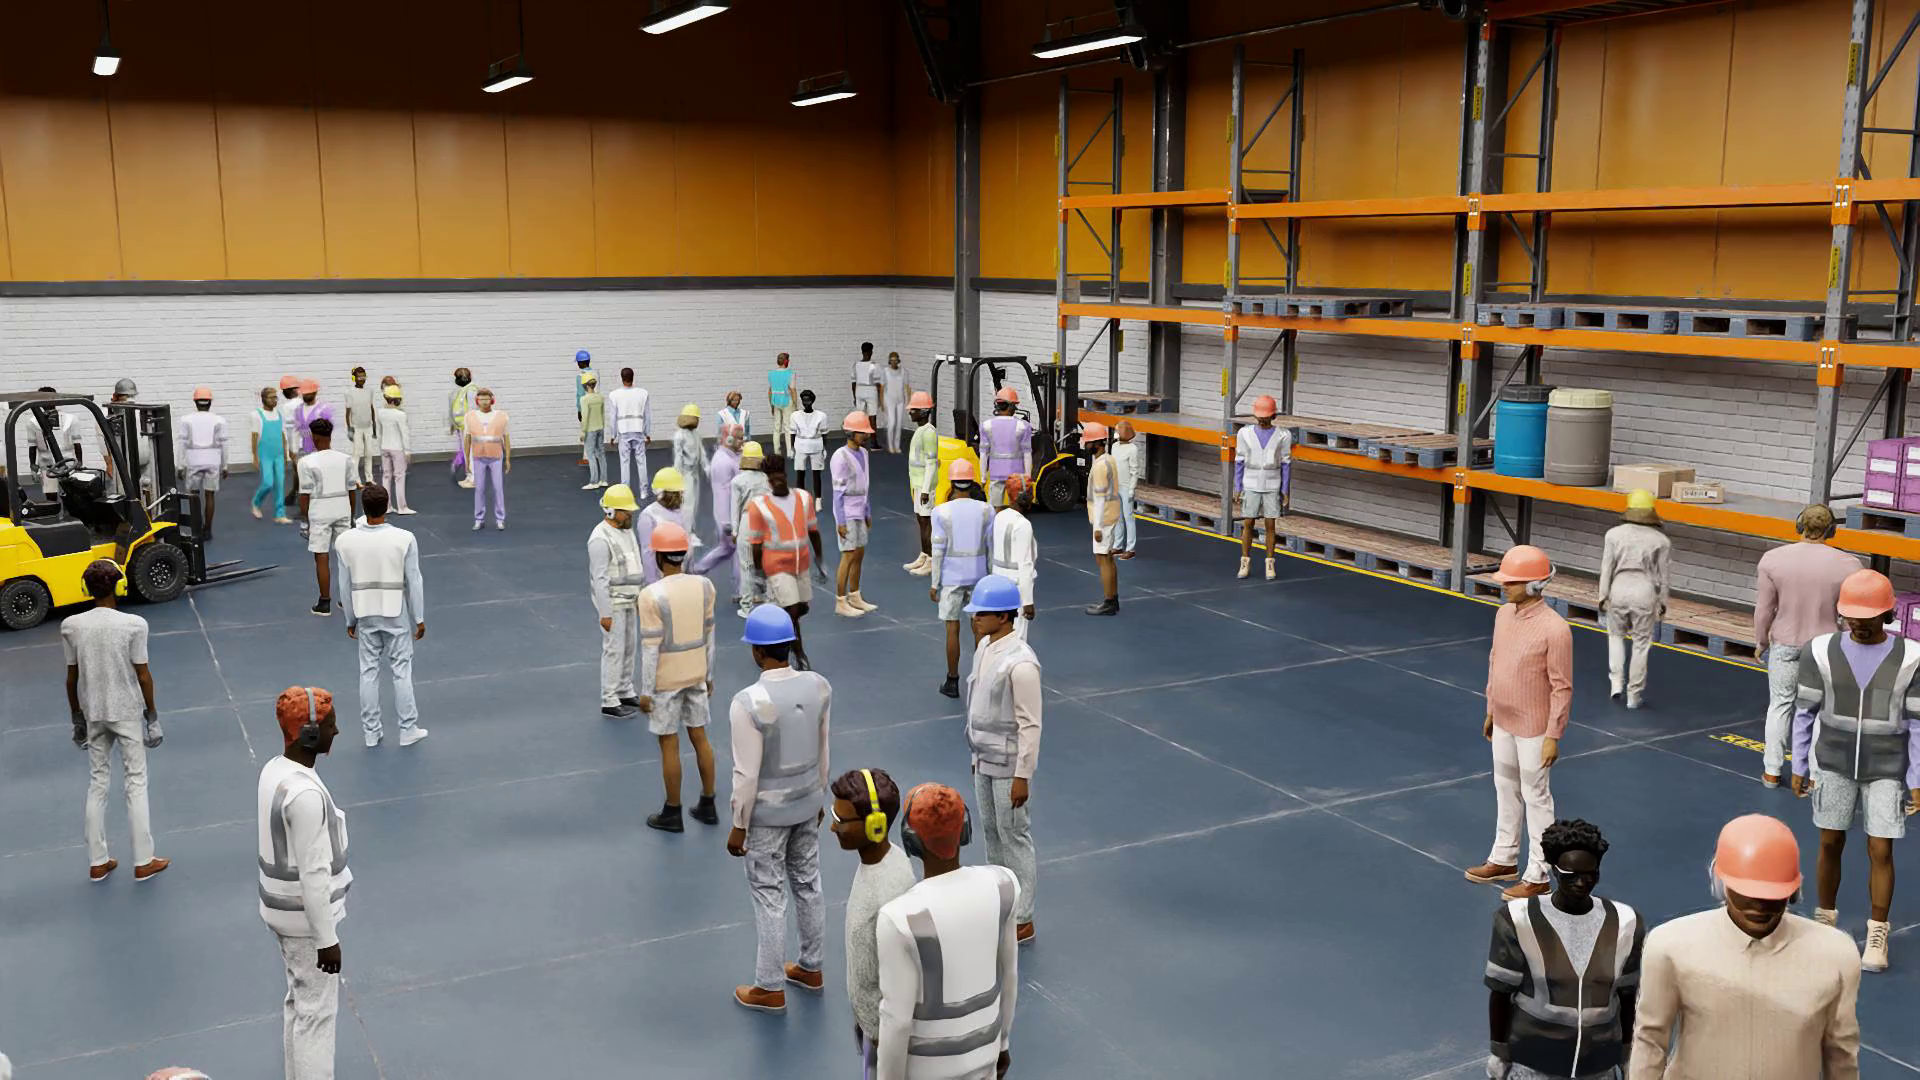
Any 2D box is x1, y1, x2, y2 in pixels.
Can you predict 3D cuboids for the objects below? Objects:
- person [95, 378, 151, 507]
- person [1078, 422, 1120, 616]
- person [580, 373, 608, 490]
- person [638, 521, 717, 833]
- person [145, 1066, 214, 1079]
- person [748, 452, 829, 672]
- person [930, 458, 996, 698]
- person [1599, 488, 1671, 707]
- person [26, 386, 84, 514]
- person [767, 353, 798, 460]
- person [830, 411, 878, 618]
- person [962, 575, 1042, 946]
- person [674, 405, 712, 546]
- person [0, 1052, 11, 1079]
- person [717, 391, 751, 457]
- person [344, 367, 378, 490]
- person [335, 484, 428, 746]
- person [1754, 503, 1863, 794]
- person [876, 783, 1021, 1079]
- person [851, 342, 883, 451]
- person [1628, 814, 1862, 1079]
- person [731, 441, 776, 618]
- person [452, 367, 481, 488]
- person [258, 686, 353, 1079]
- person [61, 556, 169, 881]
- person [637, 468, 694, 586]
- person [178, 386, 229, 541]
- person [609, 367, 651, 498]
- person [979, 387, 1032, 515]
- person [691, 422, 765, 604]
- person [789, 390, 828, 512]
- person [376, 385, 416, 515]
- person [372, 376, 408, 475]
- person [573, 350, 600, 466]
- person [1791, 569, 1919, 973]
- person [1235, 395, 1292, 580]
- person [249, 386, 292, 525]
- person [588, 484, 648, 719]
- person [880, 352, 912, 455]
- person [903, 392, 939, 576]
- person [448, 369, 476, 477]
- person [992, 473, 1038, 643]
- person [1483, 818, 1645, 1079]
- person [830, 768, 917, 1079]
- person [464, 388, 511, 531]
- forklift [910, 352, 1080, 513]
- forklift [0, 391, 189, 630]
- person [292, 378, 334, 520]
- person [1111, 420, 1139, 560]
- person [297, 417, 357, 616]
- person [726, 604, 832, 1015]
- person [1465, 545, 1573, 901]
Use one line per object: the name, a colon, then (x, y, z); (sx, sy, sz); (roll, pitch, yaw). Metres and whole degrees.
person: (-10.311, -1.011, 20.682); (0.536, 2.000, 0.684); (6, 11, 29)
person: (1.365, -0.205, 16.416); (0.420, 1.920, 0.543); (2, 10, 14)
person: (-5.567, -1.639, 25.118); (0.333, 1.758, 0.533); (5, 11, 25)
person: (-1.766, 0.843, 10.312); (0.373, 1.935, 0.551); (9, 14, 43)
person: (-1.562, 2.042, 3.549); (0.427, 1.893, 0.690); (5, 11, 28)
person: (-1.490, 0.202, 14.022); (0.663, 1.928, 0.811); (-8, 12, -38)
person: (0.017, 0.303, 13.422); (0.552, 1.932, 0.377); (-3, 10, -16)
person: (5.311, 0.455, 13.099); (0.497, 1.728, 0.360); (6, 11, 30)
person: (-11.078, -0.913, 20.390); (0.613, 1.952, 0.391); (-3, 10, -16)
person: (-3.048, -2.294, 28.629); (0.564, 1.846, 0.390); (5, 11, 26)
person: (-1.032, -0.250, 16.333); (0.423, 2.035, 0.614); (4, 11, 23)
person: (0.208, 1.134, 8.598); (0.394, 1.945, 0.618); (-4, 11, -22)
person: (-3.279, -0.794, 20.359); (0.410, 1.719, 0.501); (2, 10, 14)
person: (-2.782, 1.907, 4.456); (0.563, 1.837, 0.516); (-2, 10, -11)
person: (-3.176, -1.281, 23.384); (0.514, 1.643, 0.307); (-7, 12, -35)
person: (-9.028, -1.689, 25.113); (0.323, 1.863, 0.509); (6, 12, 33)
person: (-4.181, 0.549, 12.046); (0.593, 1.922, 0.392); (0, 10, -2)
person: (5.609, 0.715, 11.039); (0.635, 1.937, 0.352); (6, 12, 32)
person: (-0.051, 1.708, 5.473); (0.572, 1.886, 0.353); (-8, 13, -39)
person: (-1.668, -2.585, 29.957); (0.604, 1.966, 0.367); (4, 11, 23)
person: (2.308, 1.761, 4.917); (0.648, 1.966, 0.670); (3, 10, 17)
person: (-2.022, -0.105, 16.354); (0.480, 1.733, 0.338); (-5, 11, -28)
person: (-7.510, -1.716, 25.361); (0.429, 1.830, 0.636); (-6, 11, -30)
person: (-2.607, 1.506, 6.673); (0.361, 1.879, 0.583); (-6, 12, -32)
person: (-4.833, 1.023, 9.510); (0.513, 1.861, 0.342); (0, 10, 2)
person: (-2.395, 0.306, 13.776); (0.403, 1.820, 0.622); (5, 11, 25)
person: (-9.399, -0.947, 20.677); (0.594, 1.912, 0.444); (-4, 11, -23)
person: (-4.773, -1.541, 24.103); (0.587, 1.914, 0.393); (-3, 10, -18)
person: (0.530, -0.733, 19.093); (0.606, 2.039, 0.395); (2, 10, 11)
person: (-2.415, -0.268, 16.926); (0.791, 1.871, 0.650); (-1, 10, -4)
person: (-2.083, -1.226, 22.912); (0.540, 1.695, 0.317); (0, 10, -1)
person: (-7.704, -1.220, 22.676); (0.528, 1.767, 0.330); (5, 11, 26)
person: (-9.125, -1.816, 26.535); (0.525, 1.602, 0.688); (10, 14, 44)
person: (-6.244, -2.208, 27.876); (0.417, 1.939, 0.605); (3, 10, 19)
person: (4.501, 1.142, 8.348); (0.612, 2.028, 0.409); (7, 12, 35)
person: (3.306, -0.573, 18.185); (0.605, 2.033, 0.392); (2, 10, 11)
person: (-9.073, -1.103, 21.813); (0.527, 1.833, 0.539); (6, 11, 30)
person: (-2.627, 0.468, 12.810); (0.403, 1.818, 0.605); (2, 10, 11)
person: (-1.116, -2.413, 29.405); (0.540, 1.820, 0.629); (-4, 10, -20)
person: (-0.426, -0.622, 18.439); (0.370, 2.044, 0.608); (-2, 10, -13)
person: (-7.928, -1.860, 26.523); (0.571, 1.725, 0.757); (4, 11, 22)
person: (0.424, 0.413, 12.971); (0.351, 1.878, 0.568); (-3, 10, -17)
person: (2.055, 1.765, 5.691); (0.539, 1.696, 0.317); (0, 10, 1)
person: (-0.288, 1.678, 5.724); (0.331, 1.863, 0.508); (-1, 10, -8)
person: (-6.073, -1.036, 21.400); (0.570, 1.840, 0.373); (-1, 10, -7)
forklift: (0.460, -1.461, 22.833); (2.313, 2.155, 1.214); (-5, 11, -28)
forklift: (-9.026, -0.363, 16.508); (1.214, 2.155, 2.313); (6, 11, 29)
person: (-8.712, -1.264, 22.616); (0.548, 1.895, 1.006); (5, 11, 27)
person: (1.896, -0.591, 19.437); (0.282, 1.633, 0.500); (-6, 11, -30)
person: (-6.247, -0.232, 16.460); (0.386, 1.958, 0.599); (8, 12, 37)
person: (-0.863, 1.262, 7.871); (0.397, 1.943, 0.617); (8, 13, 38)
person: (3.100, 1.007, 9.205); (0.396, 1.990, 0.622); (-3, 10, -17)
